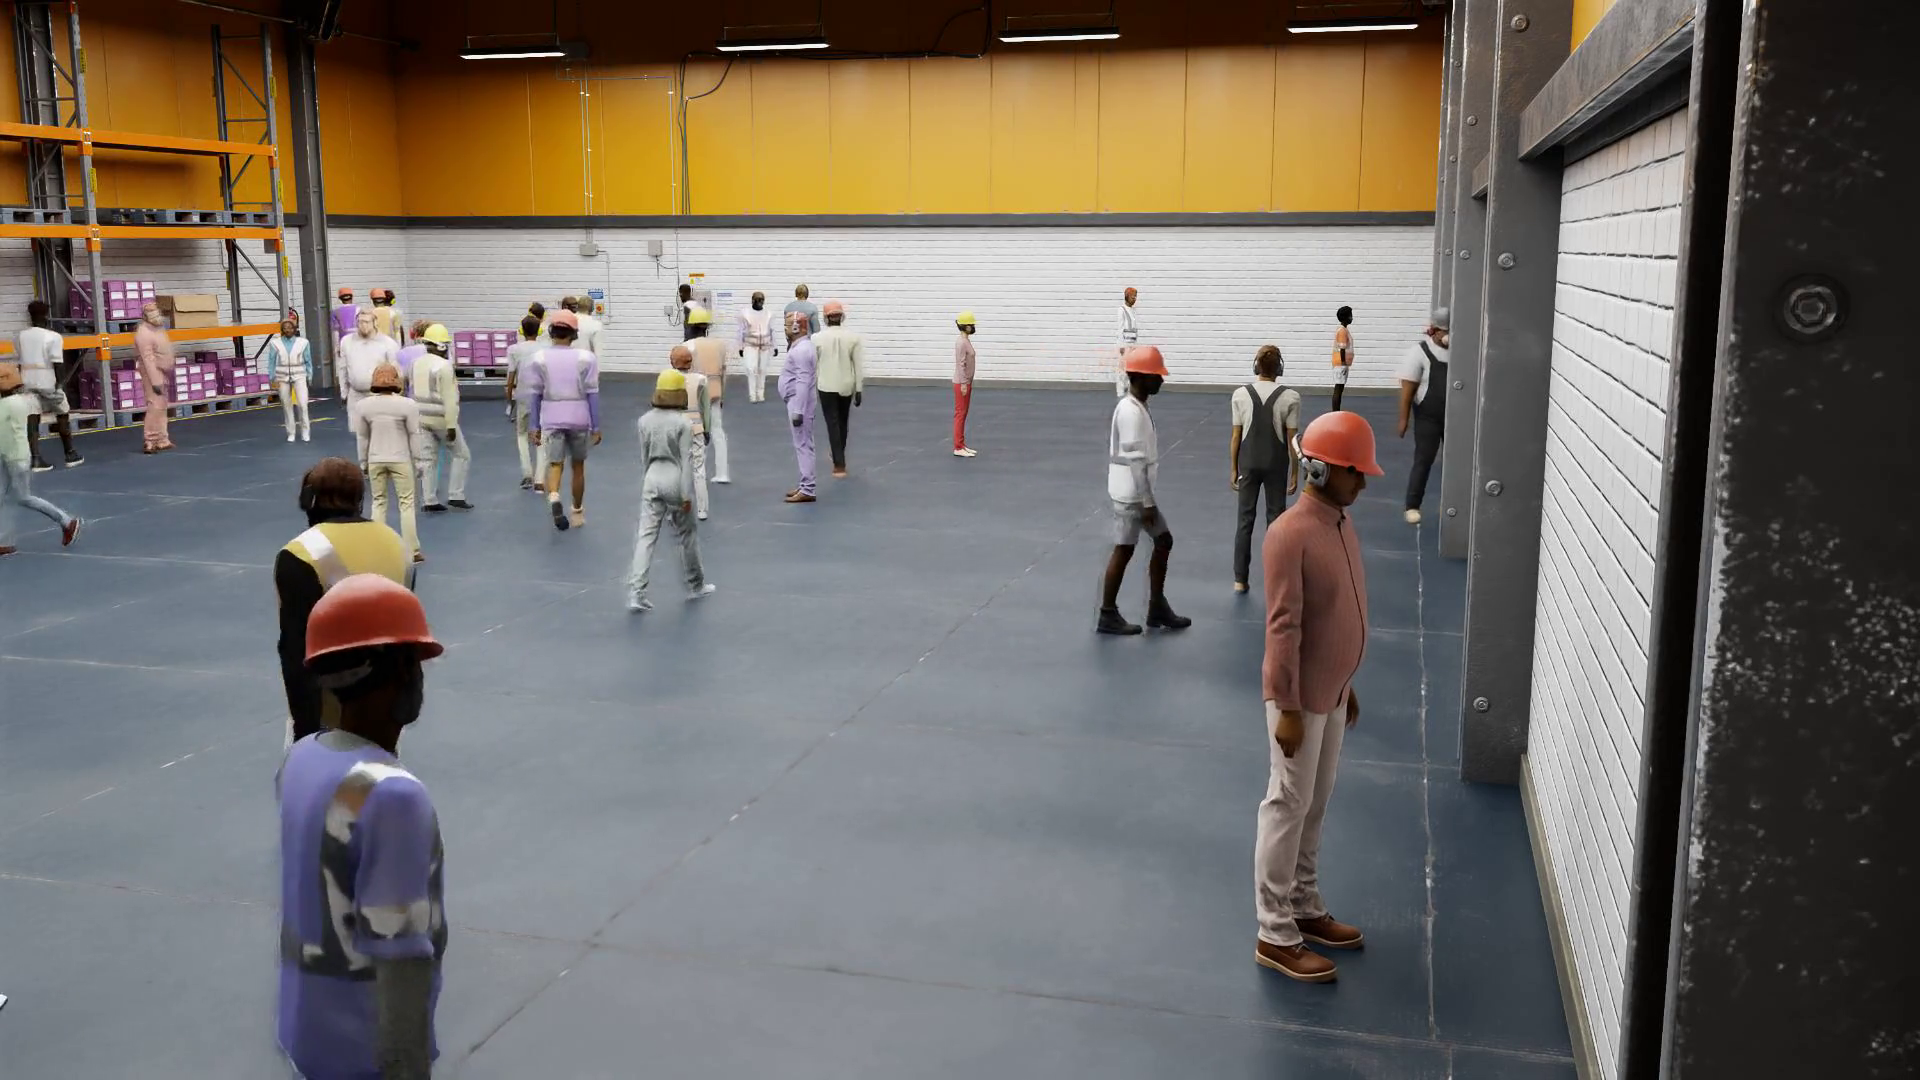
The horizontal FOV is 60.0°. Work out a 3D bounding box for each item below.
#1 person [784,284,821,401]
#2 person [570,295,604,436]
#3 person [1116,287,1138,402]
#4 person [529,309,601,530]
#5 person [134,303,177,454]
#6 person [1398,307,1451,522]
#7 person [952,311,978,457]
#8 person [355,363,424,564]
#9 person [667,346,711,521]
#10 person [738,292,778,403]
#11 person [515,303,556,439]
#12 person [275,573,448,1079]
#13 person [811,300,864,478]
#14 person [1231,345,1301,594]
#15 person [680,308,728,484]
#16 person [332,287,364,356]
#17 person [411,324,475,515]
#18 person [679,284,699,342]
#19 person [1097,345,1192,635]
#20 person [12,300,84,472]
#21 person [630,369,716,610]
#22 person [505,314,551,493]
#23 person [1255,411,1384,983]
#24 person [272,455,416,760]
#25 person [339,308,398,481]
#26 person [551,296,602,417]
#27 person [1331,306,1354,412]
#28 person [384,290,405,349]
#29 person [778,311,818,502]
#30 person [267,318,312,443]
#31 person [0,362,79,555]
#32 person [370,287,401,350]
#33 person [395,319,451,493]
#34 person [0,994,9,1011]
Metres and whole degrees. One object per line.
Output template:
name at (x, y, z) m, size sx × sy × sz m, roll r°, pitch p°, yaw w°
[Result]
person at (-2.580, -3.239, 27.378) m, size 0.631 × 1.940 × 0.372 m, roll 4°, pitch 11°, yaw 20°
person at (-5.063, -2.293, 22.123) m, size 0.666 × 1.911 × 0.730 m, roll 3°, pitch 10°, yaw 14°
person at (2.759, -3.210, 27.362) m, size 0.355 × 1.887 × 0.573 m, roll 5°, pitch 11°, yaw 27°
person at (-3.523, -1.049, 14.825) m, size 0.613 × 2.007 × 0.802 m, roll -1°, pitch 10°, yaw -7°
person at (-9.964, -2.014, 20.680) m, size 0.396 × 1.865 × 0.744 m, roll -2°, pitch 10°, yaw -10°
person at (4.536, -1.200, 15.547) m, size 0.892 × 2.000 × 0.623 m, roll -2°, pitch 10°, yaw -14°
person at (0.068, -1.902, 20.297) m, size 0.315 × 1.769 × 0.523 m, roll 1°, pitch 10°, yaw 7°
person at (-4.580, -0.606, 13.368) m, size 0.506 × 1.628 × 0.276 m, roll 0°, pitch 10°, yaw 0°
person at (-2.559, -0.979, 15.439) m, size 0.522 × 1.636 × 0.310 m, roll -5°, pitch 11°, yaw -25°
person at (-3.268, -3.136, 27.143) m, size 0.640 × 1.810 × 0.763 m, roll -4°, pitch 11°, yaw -20°
person at (-5.502, -2.170, 21.683) m, size 0.558 × 1.806 × 0.982 m, roll -9°, pitch 13°, yaw -41°
person at (-1.172, 1.034, 3.359) m, size 0.502 × 1.894 × 0.718 m, roll -8°, pitch 13°, yaw -38°
person at (-1.429, -1.708, 18.686) m, size 0.620 × 1.937 × 1.019 m, roll -3°, pitch 11°, yaw -19°
person at (2.233, -0.506, 12.194) m, size 0.506 × 1.842 × 0.332 m, roll 3°, pitch 11°, yaw 18°
person at (-2.823, -1.562, 18.054) m, size 0.613 × 1.876 × 0.959 m, roll -8°, pitch 13°, yaw -38°
person at (-9.921, -3.192, 27.243) m, size 0.633 × 1.891 × 0.507 m, roll -2°, pitch 10°, yaw -14°
person at (-4.923, -1.147, 15.879) m, size 0.617 × 1.810 × 0.592 m, roll 8°, pitch 13°, yaw 37°
person at (-4.733, -3.600, 29.539) m, size 0.493 × 1.894 × 0.638 m, roll 1°, pitch 10°, yaw 6°
person at (1.248, -0.307, 10.865) m, size 0.762 × 1.910 × 0.558 m, roll 2°, pitch 10°, yaw 12°
person at (-10.488, -1.779, 19.114) m, size 0.617 × 1.925 × 0.880 m, roll 0°, pitch 10°, yaw 1°
person at (-2.081, -0.362, 11.792) m, size 0.490 × 1.695 × 0.906 m, roll 4°, pitch 11°, yaw 22°
person at (-4.475, -1.432, 17.389) m, size 0.570 × 1.844 × 0.714 m, roll -3°, pitch 11°, yaw -18°
person at (1.264, 0.535, 5.874) m, size 0.393 × 1.986 × 0.611 m, roll 6°, pitch 12°, yaw 32°
person at (-2.197, 0.604, 6.020) m, size 0.464 × 1.802 × 0.661 m, roll 4°, pitch 11°, yaw 23°
person at (-6.479, -1.611, 18.293) m, size 0.659 × 1.889 × 0.592 m, roll 0°, pitch 10°, yaw 3°
person at (-5.640, -2.665, 24.472) m, size 0.695 × 1.823 × 0.637 m, roll 5°, pitch 11°, yaw 28°
person at (5.524, -2.524, 24.020) m, size 0.319 × 1.696 × 0.532 m, roll 2°, pitch 10°, yaw 10°
person at (-9.391, -3.185, 27.354) m, size 0.510 × 1.839 × 0.576 m, roll -2°, pitch 10°, yaw -14°
person at (-1.621, -1.332, 16.675) m, size 0.403 × 1.906 × 0.652 m, roll 0°, pitch 10°, yaw -2°
person at (-8.713, -2.060, 21.634) m, size 0.537 × 1.617 × 0.665 m, roll -3°, pitch 10°, yaw -15°
person at (-7.799, -0.676, 13.801) m, size 0.500 × 1.611 × 0.698 m, roll 9°, pitch 13°, yaw 41°
person at (-9.025, -2.990, 26.017) m, size 0.576 × 1.925 × 0.525 m, roll -4°, pitch 11°, yaw -20°
person at (-5.480, -1.359, 17.100) m, size 0.572 × 1.816 × 0.531 m, roll -5°, pitch 11°, yaw -27°
person at (-3.525, 0.678, 5.339) m, size 0.915 × 1.887 × 0.610 m, roll -2°, pitch 10°, yaw -12°
